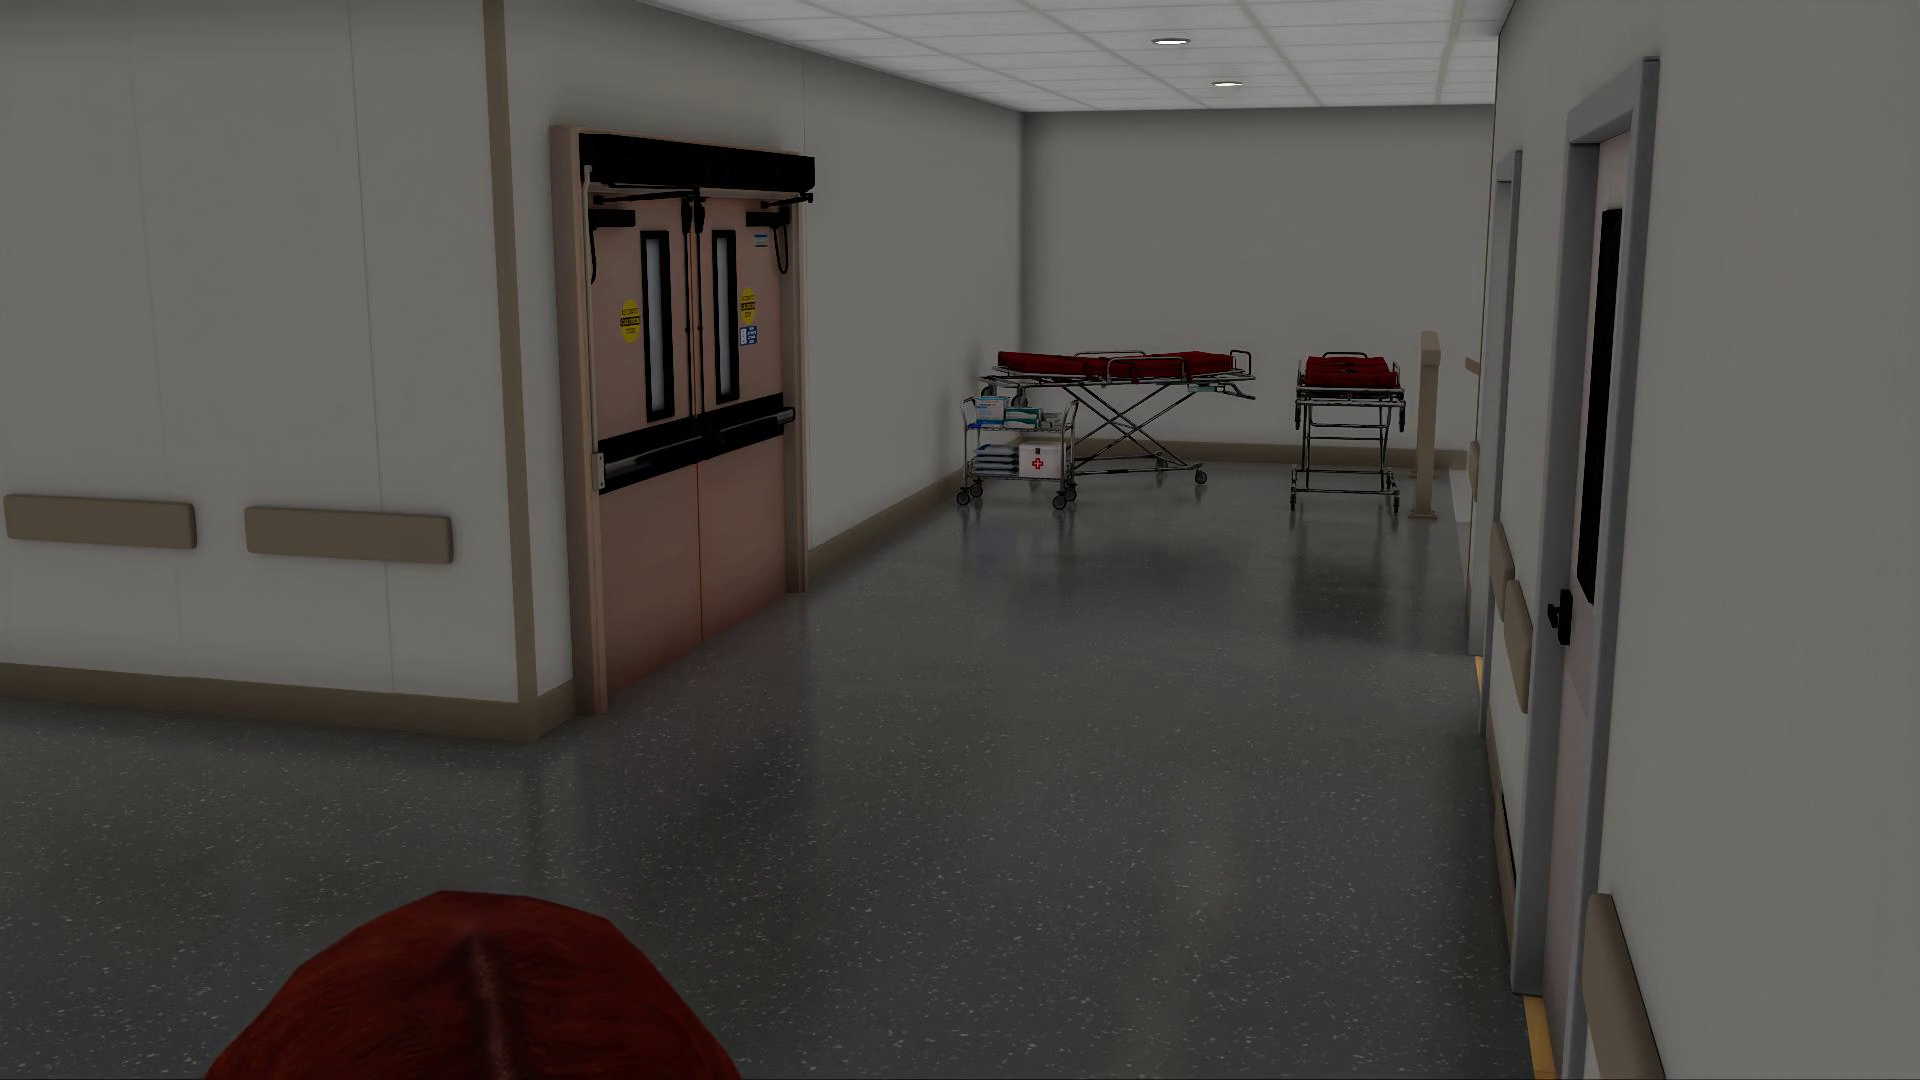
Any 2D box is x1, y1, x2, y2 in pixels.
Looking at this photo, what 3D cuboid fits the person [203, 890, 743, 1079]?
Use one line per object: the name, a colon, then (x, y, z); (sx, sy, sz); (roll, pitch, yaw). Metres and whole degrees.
person: (-0.177, 1.011, 0.772); (0.637, 1.780, 0.716); (-7, 13, -34)
